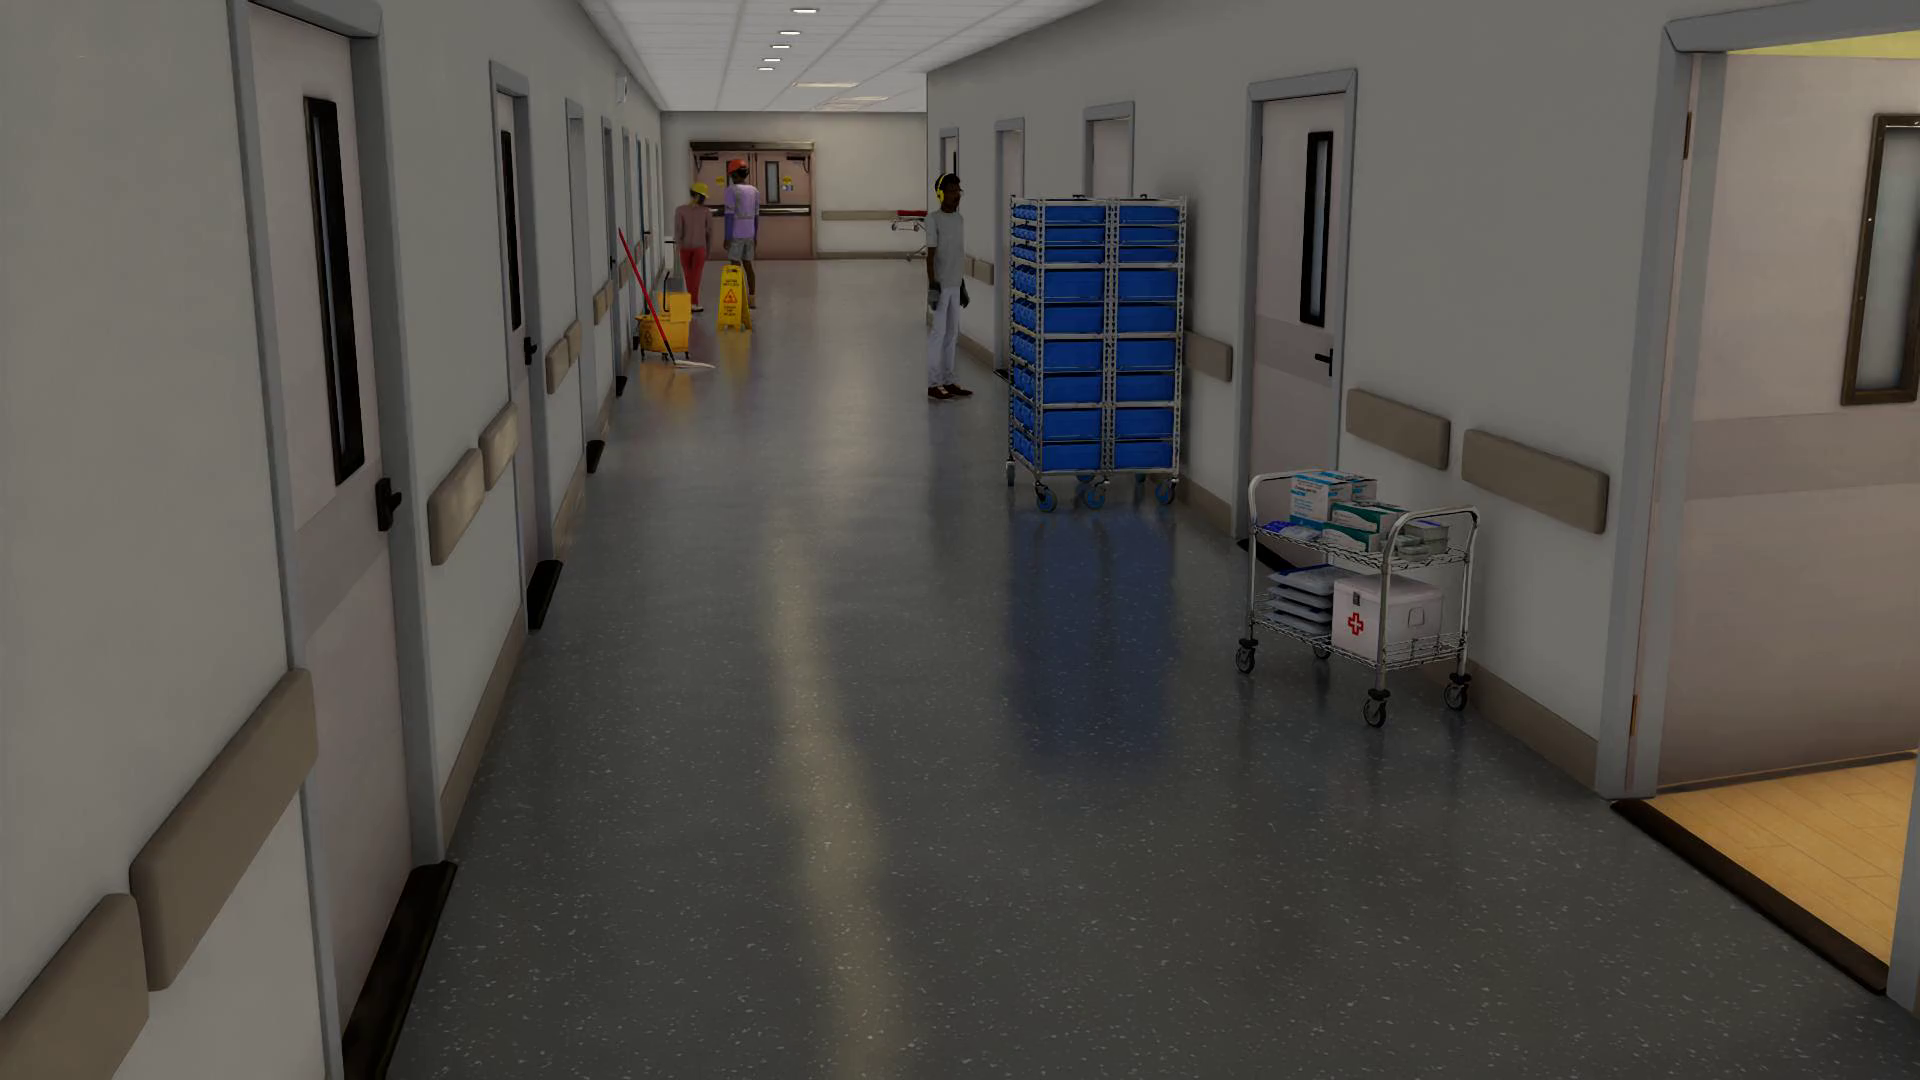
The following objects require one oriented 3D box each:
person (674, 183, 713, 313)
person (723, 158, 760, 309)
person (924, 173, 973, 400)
[{"bbox_3d":[-3.535,-3.880,22.157,0.512,1.704,0.817,-2,13,-7],"label":"person"},{"bbox_3d":[-2.989,-4.148,22.603,0.409,2.030,0.617,9,15,35],"label":"person"},{"bbox_3d":[-0.096,-2.120,13.949,0.323,1.871,0.528,8,15,32],"label":"person"}]
